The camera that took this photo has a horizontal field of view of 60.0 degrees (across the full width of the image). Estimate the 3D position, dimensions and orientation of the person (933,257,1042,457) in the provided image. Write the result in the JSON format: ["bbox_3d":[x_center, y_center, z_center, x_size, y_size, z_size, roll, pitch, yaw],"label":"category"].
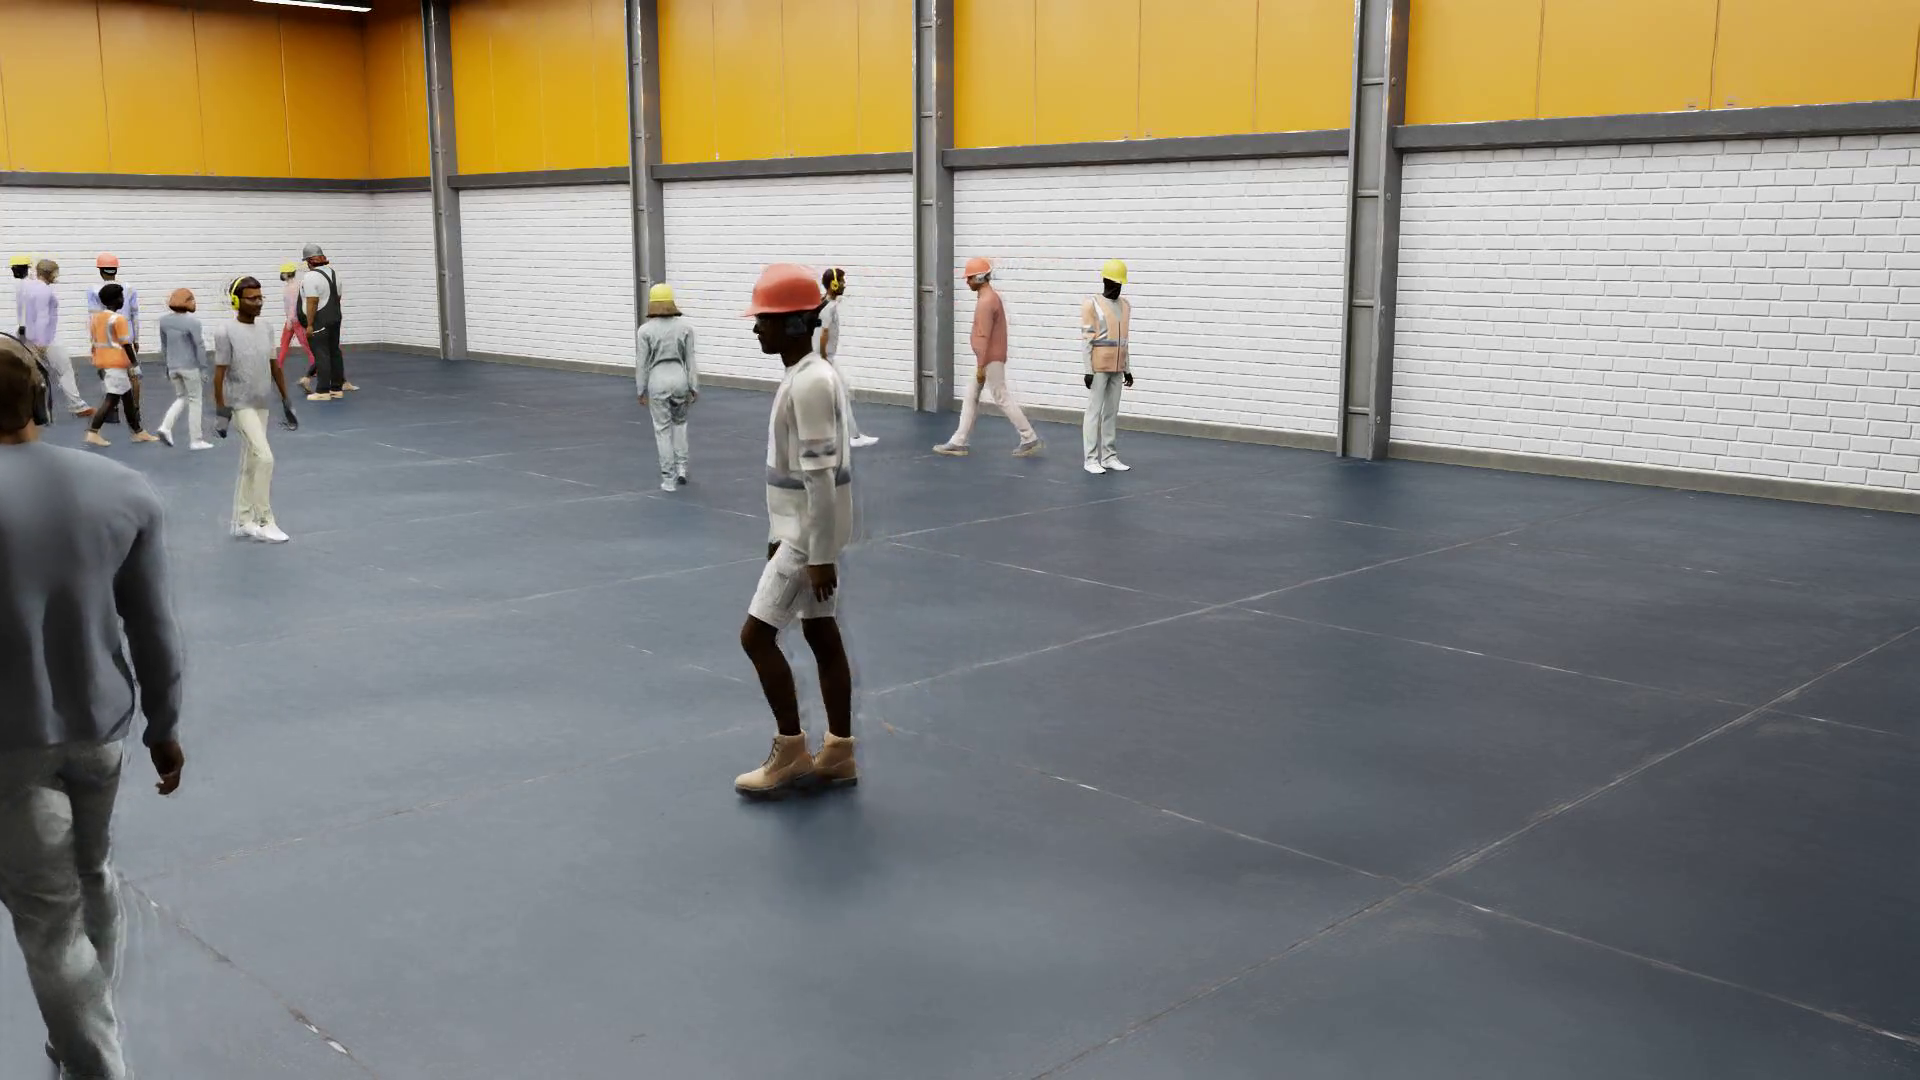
[{"bbox_3d":[0.306,-1.755,16.015,1.039,1.940,0.636,0,10,1],"label":"person"}]

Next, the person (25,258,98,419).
[{"bbox_3d":[-10.534,-2.287,19.095,1.045,1.885,0.639,-9,14,-40],"label":"person"}]

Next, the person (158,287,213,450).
[{"bbox_3d":[-7.703,-1.686,16.451,0.513,1.620,0.462,4,11,22],"label":"person"}]

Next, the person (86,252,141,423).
[{"bbox_3d":[-9.639,-2.298,18.957,0.355,1.938,0.545,9,14,40],"label":"person"}]

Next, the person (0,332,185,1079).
[{"bbox_3d":[-2.241,0.465,3.954,0.809,1.906,0.637,8,13,38],"label":"person"}]

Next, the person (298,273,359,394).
[{"bbox_3d":[-8.591,-2.802,22.474,0.815,1.663,0.540,-8,13,-38],"label":"person"}]

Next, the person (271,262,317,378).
[{"bbox_3d":[-10.047,-3.273,24.834,0.877,1.717,0.547,-6,12,-30],"label":"person"}]

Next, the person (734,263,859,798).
[{"bbox_3d":[-0.676,-0.019,6.281,0.641,2.022,0.648,-1,10,-5],"label":"person"}]

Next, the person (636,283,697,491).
[{"bbox_3d":[-2.468,-1.280,13.960,0.503,1.723,0.464,-4,11,-23],"label":"person"}]

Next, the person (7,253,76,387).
[{"bbox_3d":[-12.974,-3.066,23.280,0.877,1.895,0.587,-8,13,-36],"label":"person"}]

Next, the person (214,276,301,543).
[{"bbox_3d":[-4.867,-0.907,11.636,0.737,1.845,0.516,3,11,17],"label":"person"}]

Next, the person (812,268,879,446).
[{"bbox_3d":[-1.367,-1.818,16.722,1.011,1.826,0.538,-3,11,-18],"label":"person"}]

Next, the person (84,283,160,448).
[{"bbox_3d":[-8.565,-1.759,16.829,0.533,1.669,0.806,9,14,40],"label":"person"}]

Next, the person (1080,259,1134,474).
[{"bbox_3d":[1.340,-1.559,14.984,0.584,1.917,0.384,-9,14,-40],"label":"person"}]

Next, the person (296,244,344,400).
[{"bbox_3d":[-8.339,-2.835,21.603,0.536,2.000,0.678,2,11,12],"label":"person"}]
